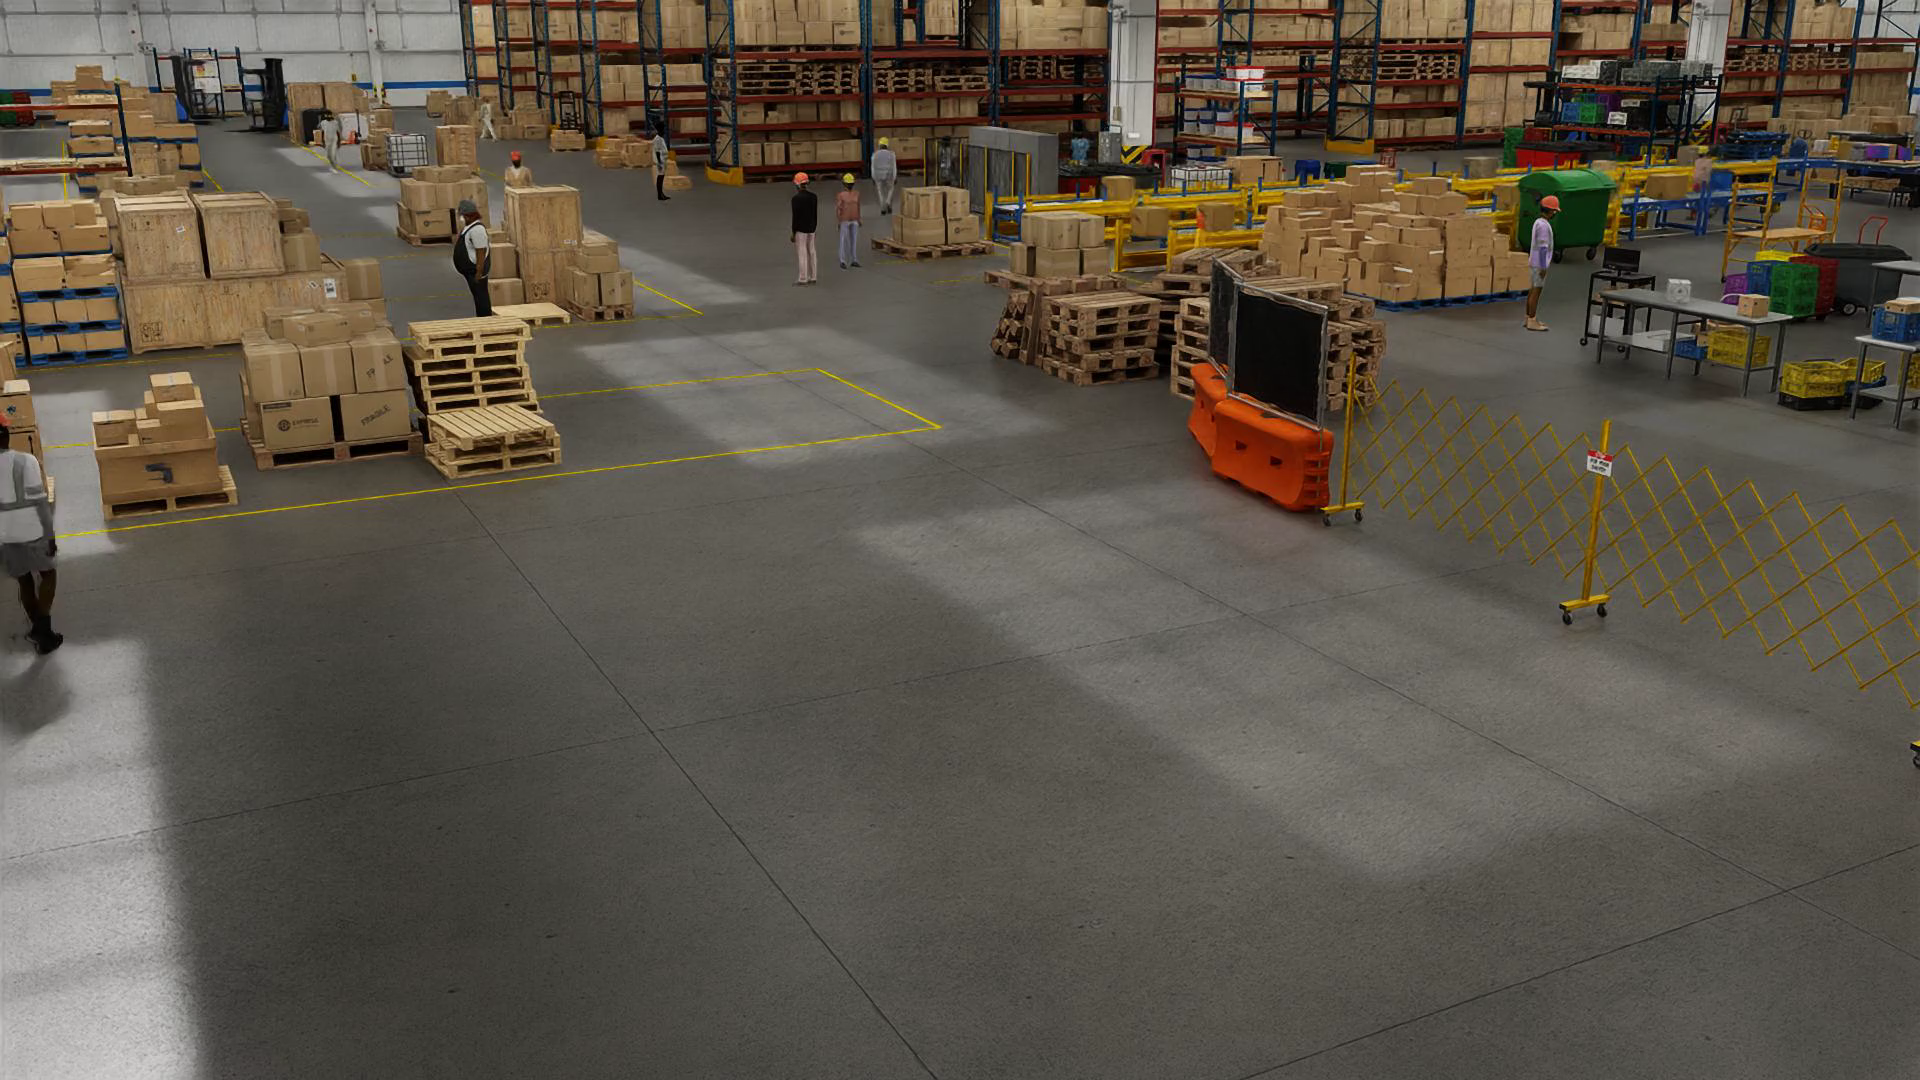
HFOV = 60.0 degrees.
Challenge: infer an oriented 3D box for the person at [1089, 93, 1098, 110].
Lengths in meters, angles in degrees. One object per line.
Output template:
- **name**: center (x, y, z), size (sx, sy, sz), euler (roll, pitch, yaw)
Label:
- **person**: center (5.536, -18.139, 69.288), size (0.318, 1.700, 0.535), euler (-16, 24, -41)

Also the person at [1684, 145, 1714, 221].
- **person**: center (17.133, -8.225, 38.319), size (0.580, 1.747, 0.539), euler (-4, 18, -12)

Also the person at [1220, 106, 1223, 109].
- **person**: center (8.958, -14.029, 56.637), size (0.543, 1.606, 0.474), euler (4, 18, 12)

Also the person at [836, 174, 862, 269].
- **person**: center (-2.084, -6.019, 31.396), size (0.534, 1.767, 0.313), euler (-12, 21, -33)

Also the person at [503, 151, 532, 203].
- **person**: center (-9.245, -7.181, 34.834), size (0.545, 1.881, 1.012), euler (2, 18, 6)

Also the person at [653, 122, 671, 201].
- **person**: center (-7.607, -9.628, 42.324), size (0.368, 1.966, 0.603), euler (0, 18, -1)

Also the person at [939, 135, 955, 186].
- **person**: center (-0.374, -9.330, 41.867), size (0.711, 1.673, 0.536), euler (-13, 22, -35)

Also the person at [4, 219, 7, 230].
- **person**: center (-20.240, -7.133, 34.713), size (0.332, 1.865, 0.520), euler (4, 18, 12)

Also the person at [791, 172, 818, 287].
- **person**: center (-2.748, -5.454, 29.266), size (0.377, 1.995, 0.608), euler (13, 22, 35)

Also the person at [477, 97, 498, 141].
- **person**: center (-17.418, -15.466, 61.121), size (0.870, 1.592, 0.525), euler (3, 18, 10)

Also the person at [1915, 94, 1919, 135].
- **person**: center (36.977, -16.485, 63.757), size (0.660, 1.925, 0.536), euler (3, 18, 9)

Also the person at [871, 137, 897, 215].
- **person**: center (-1.786, -8.647, 39.498), size (0.620, 1.815, 0.610), euler (1, 18, 5)

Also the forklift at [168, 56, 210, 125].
- **forklift**: center (-32.201, -18.537, 68.626), size (1.873, 2.768, 1.129), euler (-9, 20, -26)

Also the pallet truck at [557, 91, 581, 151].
- **pallet truck**: center (-13.495, -14.412, 57.188), size (0.823, 1.965, 1.885), euler (-3, 18, -9)

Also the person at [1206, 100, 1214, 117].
- **person**: center (10.136, -17.427, 66.939), size (0.942, 1.787, 0.617), euler (-9, 20, -25)

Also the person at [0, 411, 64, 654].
- **person**: center (-7.150, -0.051, 12.582), size (0.582, 1.888, 0.579), euler (-3, 18, -10)

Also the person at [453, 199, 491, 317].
- **person**: center (-7.293, -4.072, 24.881), size (0.536, 2.000, 0.680), euler (-7, 19, -22)

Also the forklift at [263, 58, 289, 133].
- **forklift**: center (-26.811, -17.490, 65.362), size (1.873, 2.768, 1.129), euler (-16, 24, -41)

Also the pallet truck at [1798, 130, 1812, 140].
- **pallet truck**: center (25.526, -11.556, 49.408), size (1.630, 1.274, 0.653), euler (-9, 20, -26)

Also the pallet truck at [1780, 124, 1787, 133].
- **pallet truck**: center (25.206, -12.542, 52.601), size (1.601, 1.201, 0.680), euler (0, 18, -2)

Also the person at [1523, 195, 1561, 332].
- **person**: center (8.860, -4.212, 25.320), size (0.378, 2.040, 0.607), euler (3, 18, 10)

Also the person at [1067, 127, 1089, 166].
- **person**: center (3.171, -10.205, 44.565), size (0.552, 1.692, 0.381), euler (12, 21, 33)

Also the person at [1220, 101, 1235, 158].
- **person**: center (8.579, -13.226, 53.676), size (0.646, 1.889, 0.586), euler (-6, 19, -17)

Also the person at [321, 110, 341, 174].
- **person**: center (-18.643, -11.797, 49.268), size (0.557, 1.852, 0.409), euler (-3, 18, -8)

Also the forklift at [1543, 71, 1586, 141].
- **forklift**: center (18.685, -13.231, 52.085), size (1.873, 2.768, 1.129), euler (-9, 20, -26)
